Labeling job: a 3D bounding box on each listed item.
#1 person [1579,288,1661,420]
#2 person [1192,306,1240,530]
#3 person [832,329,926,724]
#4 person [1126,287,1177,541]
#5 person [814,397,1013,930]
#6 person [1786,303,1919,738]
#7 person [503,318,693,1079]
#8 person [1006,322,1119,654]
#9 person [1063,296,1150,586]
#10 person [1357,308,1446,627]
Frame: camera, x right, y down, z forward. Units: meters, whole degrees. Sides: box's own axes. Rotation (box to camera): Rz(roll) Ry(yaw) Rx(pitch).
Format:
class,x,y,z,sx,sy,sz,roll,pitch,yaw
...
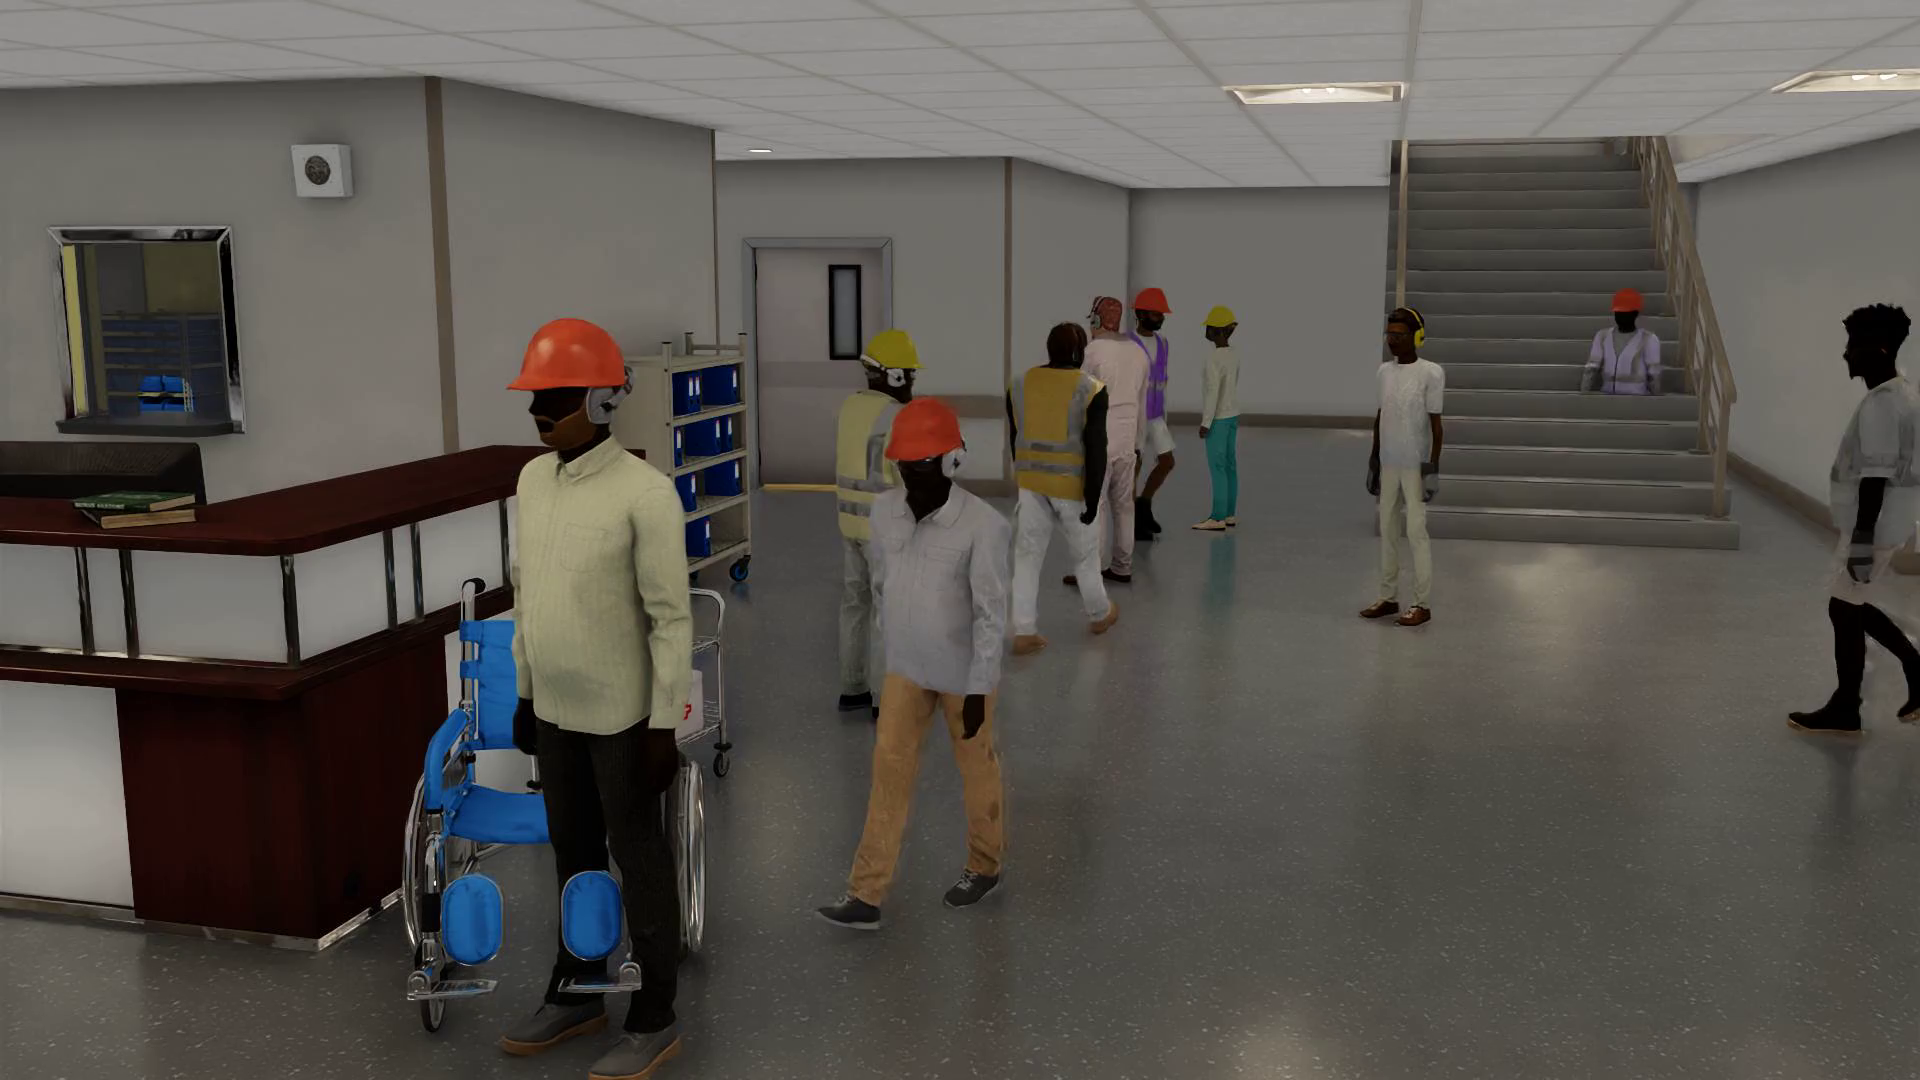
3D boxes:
class,x,y,z,sx,sy,sz,roll,pitch,yaw
person,5.468,-1.138,13.865,0.989,1.885,0.562,-8,12,-39
person,2.044,-0.960,13.161,0.301,1.772,0.524,6,11,30
person,-0.354,-0.060,7.732,0.416,1.822,0.599,-7,12,-37
person,1.390,-0.950,12.656,0.588,1.924,0.391,-7,12,-36
person,-0.121,0.404,5.275,0.580,1.708,0.852,7,12,34
person,4.070,-0.066,7.336,0.545,1.952,0.615,7,12,37
person,-0.960,0.425,4.340,0.612,1.996,0.388,8,12,38
person,0.559,-0.300,9.214,0.635,1.792,0.946,5,11,27
person,0.943,-0.639,10.911,0.650,1.901,0.399,-8,13,-40
person,2.600,-0.425,9.758,0.321,1.861,0.514,-6,12,-33
